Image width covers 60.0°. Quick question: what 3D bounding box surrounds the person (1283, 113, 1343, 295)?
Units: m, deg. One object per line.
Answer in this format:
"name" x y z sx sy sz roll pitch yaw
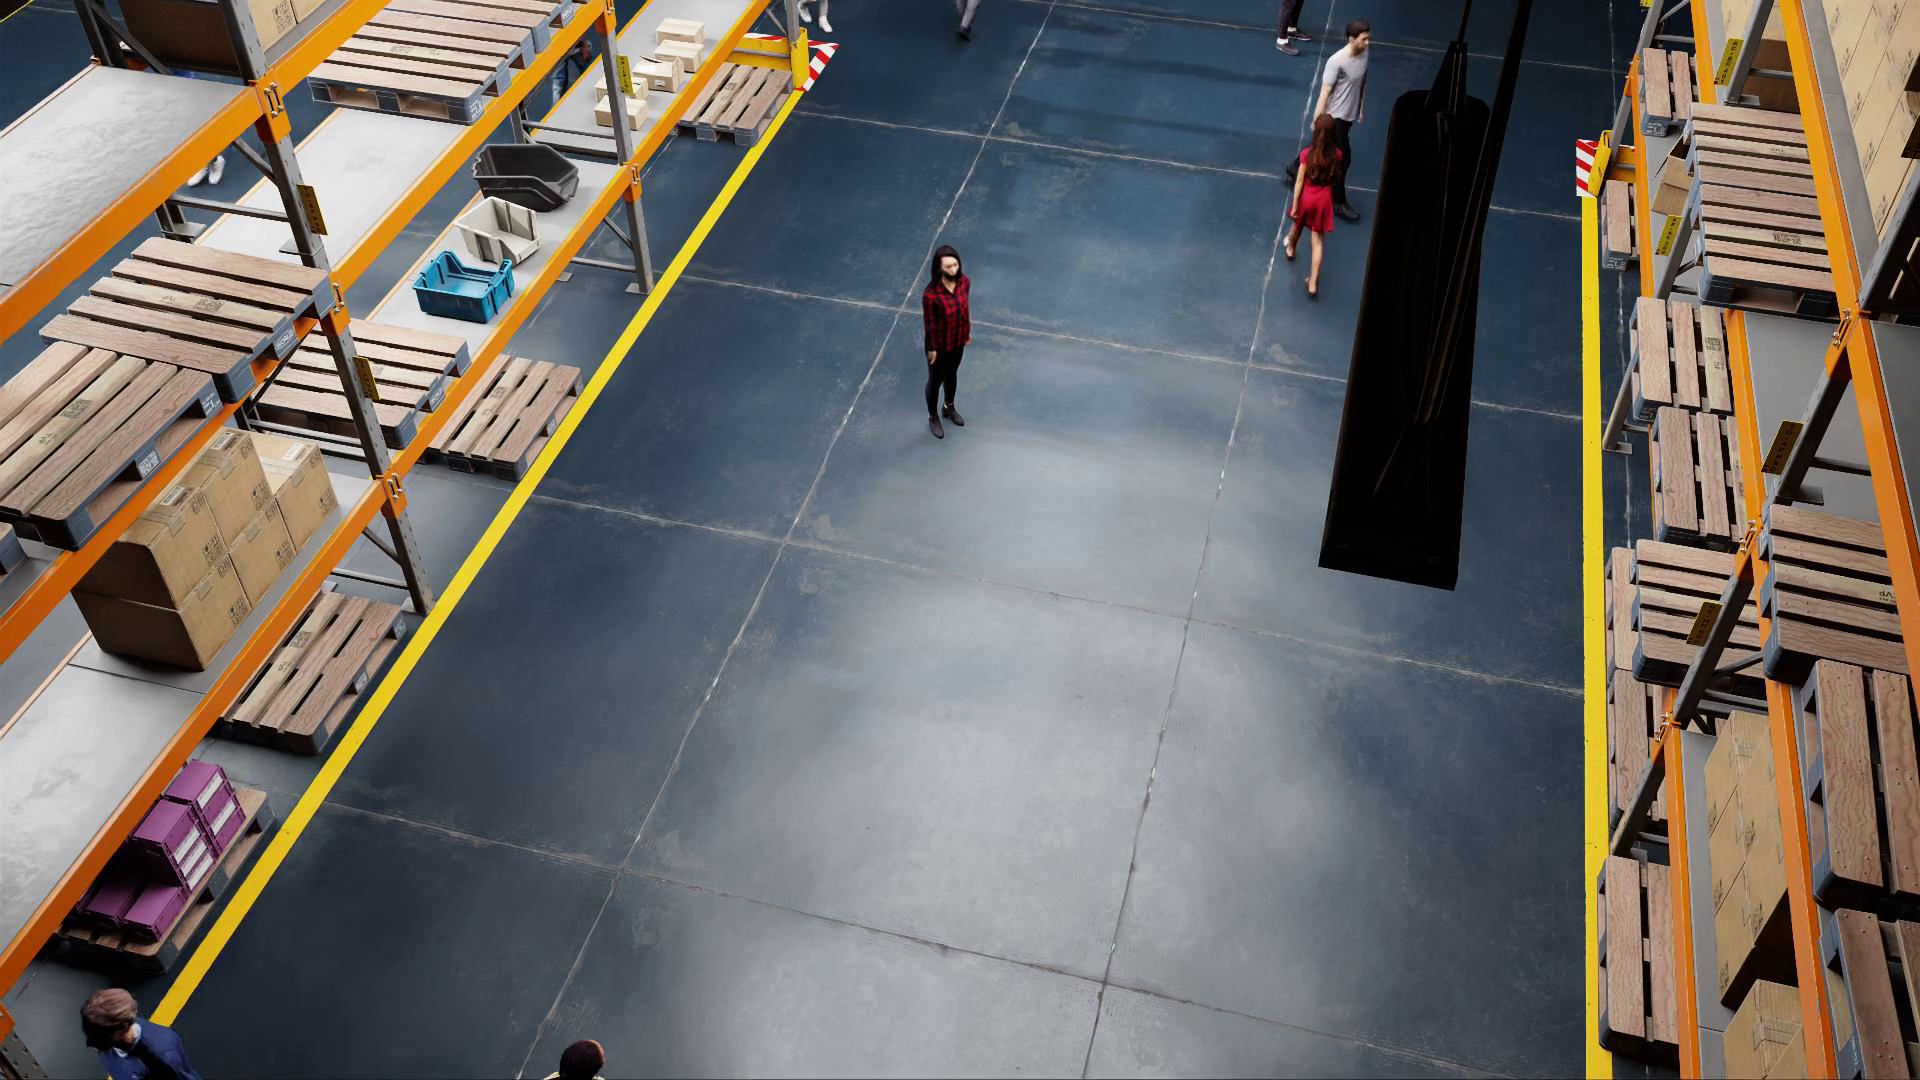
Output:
"person" 3.016 -2.827 14.127 0.731 1.507 1.129 1 44 1

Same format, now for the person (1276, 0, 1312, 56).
"person" 3.542 -5.998 17.215 0.785 1.837 0.611 22 48 22

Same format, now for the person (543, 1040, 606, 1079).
"person" -1.770 2.992 7.970 0.717 1.574 1.142 13 45 14

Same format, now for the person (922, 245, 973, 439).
"person" -0.123 -1.531 12.657 0.624 1.658 0.723 -31 51 -28

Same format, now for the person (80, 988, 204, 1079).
"person" -3.754 2.691 8.110 0.747 1.817 1.215 15 46 15

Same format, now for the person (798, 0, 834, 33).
"person" -1.573 -6.106 17.643 0.742 1.404 0.791 -29 51 -27

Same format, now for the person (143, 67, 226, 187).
"person" -7.132 -4.106 15.260 0.750 1.797 0.728 23 48 22

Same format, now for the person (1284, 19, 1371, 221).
"person" 3.334 -3.846 14.958 1.213 1.835 1.125 -34 53 -30
